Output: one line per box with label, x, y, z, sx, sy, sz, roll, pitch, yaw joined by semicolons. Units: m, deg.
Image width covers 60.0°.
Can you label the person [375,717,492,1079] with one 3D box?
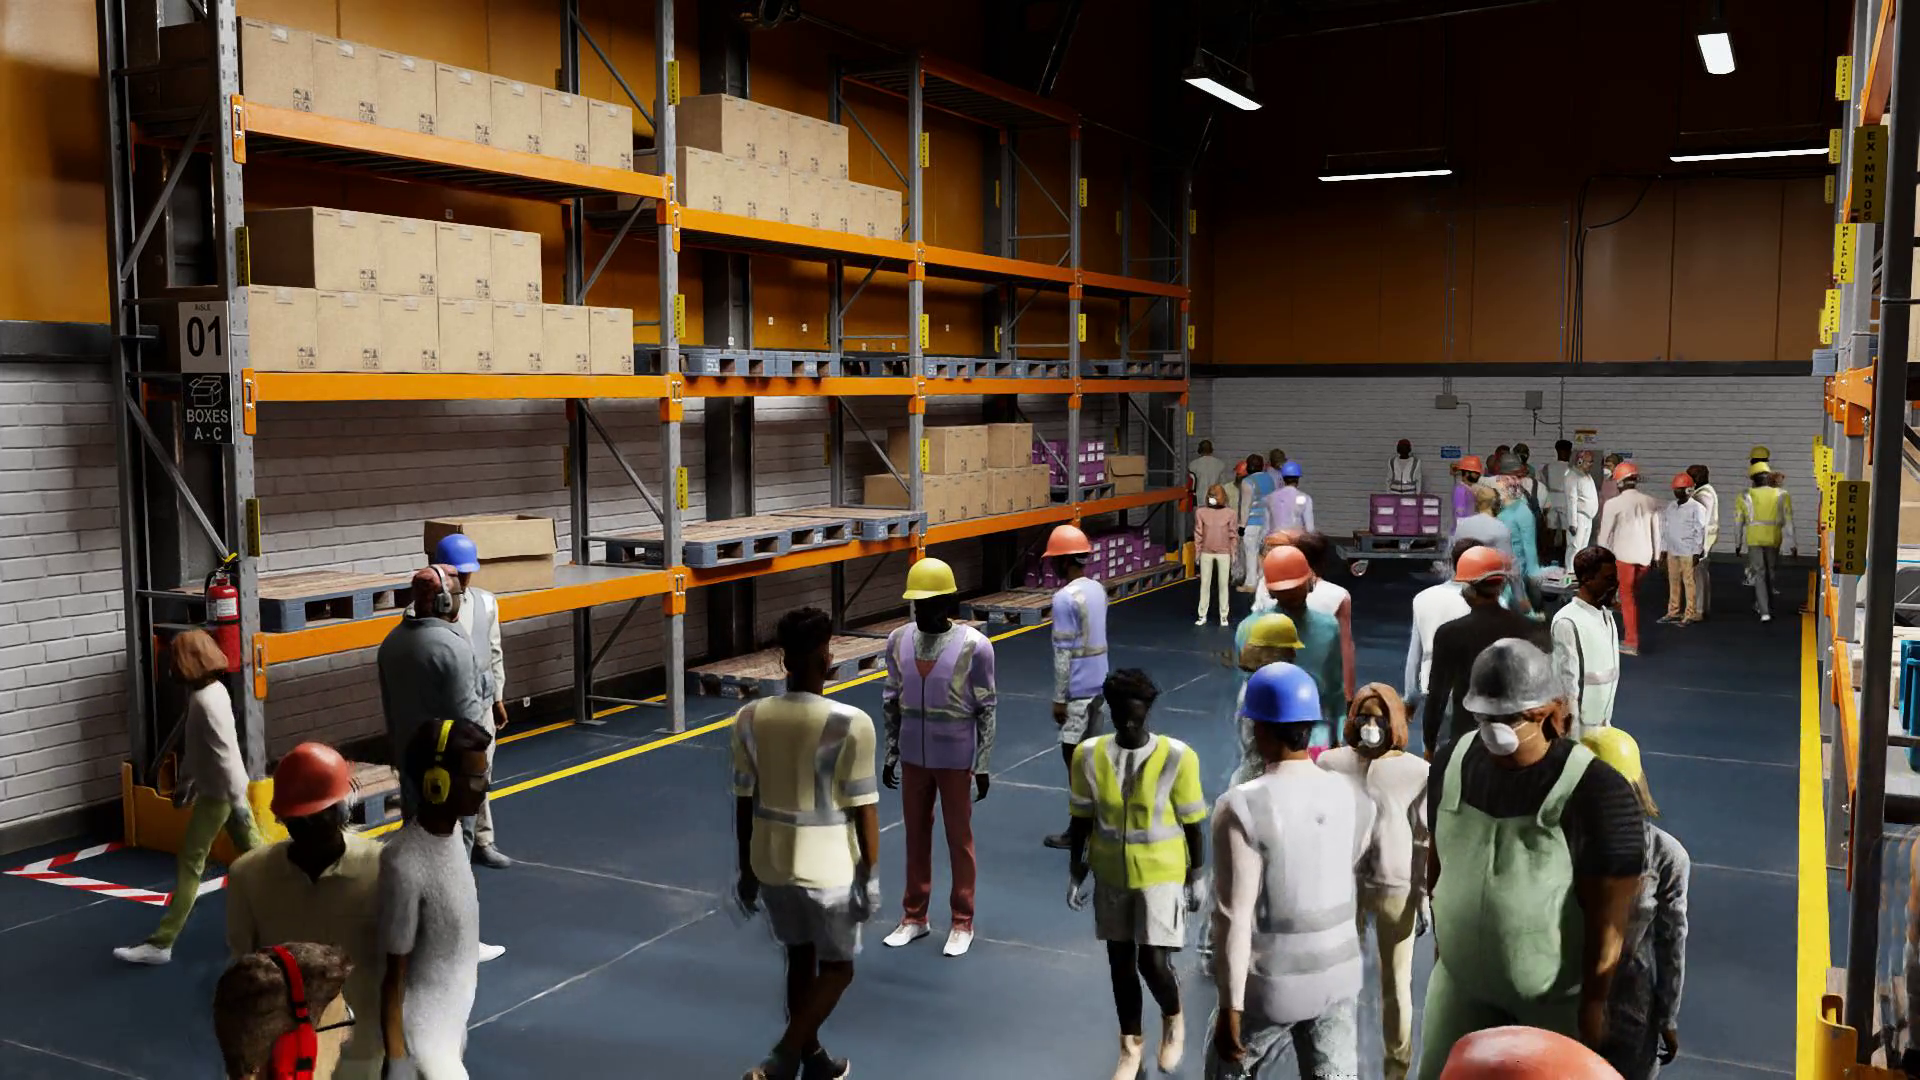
person;-1.559;1.404;4.721;0.843;1.834;0.532;0;5;-3

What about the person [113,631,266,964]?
person;-3.592;1.218;8.018;0.871;1.577;0.525;-2;6;-21

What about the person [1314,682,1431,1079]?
person;1.561;1.348;6.329;0.497;1.636;0.286;3;6;25

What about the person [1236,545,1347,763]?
person;1.680;0.999;8.338;0.645;1.965;0.555;-2;6;-19

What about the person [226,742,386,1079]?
person;-1.848;1.435;4.868;0.563;1.737;0.424;-1;5;-7

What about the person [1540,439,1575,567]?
person;8.814;-0.494;24.409;0.372;1.962;0.605;-5;7;-43

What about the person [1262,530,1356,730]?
person;2.049;0.887;10.023;0.601;1.886;0.891;5;7;43

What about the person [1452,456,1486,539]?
person;6.019;-0.034;19.681;0.376;1.929;0.546;3;6;26

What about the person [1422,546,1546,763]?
person;2.674;1.001;8.485;0.627;1.939;1.056;-1;5;-15

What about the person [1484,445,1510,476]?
person;8.380;-0.562;25.841;0.560;1.837;0.387;-1;5;-14

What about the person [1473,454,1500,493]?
person;7.019;-0.216;22.039;0.373;1.843;0.571;-3;6;-27

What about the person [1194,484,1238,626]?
person;2.922;0.172;18.995;0.501;1.631;0.287;2;6;16

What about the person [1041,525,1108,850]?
person;0.686;0.873;9.980;0.424;1.920;0.549;3;6;28

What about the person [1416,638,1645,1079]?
person;1.706;1.265;5.063;0.699;2.000;0.584;5;7;42

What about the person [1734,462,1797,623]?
person;9.392;0.019;19.437;0.632;1.860;0.998;1;5;15

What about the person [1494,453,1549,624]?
person;6.265;-0.003;18.705;0.723;2.000;0.542;-2;6;-25

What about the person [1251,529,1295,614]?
person;2.098;0.839;10.649;0.499;1.848;0.598;-2;6;-23

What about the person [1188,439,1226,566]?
person;3.738;-0.564;25.300;0.631;1.935;0.362;-2;6;-18

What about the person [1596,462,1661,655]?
person;6.840;0.183;17.080;0.639;1.965;0.598;-2;6;-19

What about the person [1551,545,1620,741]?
person;3.285;0.981;8.768;0.392;1.920;0.587;4;7;37

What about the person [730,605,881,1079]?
person;-0.609;1.217;6.199;0.609;1.935;0.765;3;6;27

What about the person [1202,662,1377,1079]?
person;0.962;1.323;5.172;0.653;1.898;0.976;-3;6;-25

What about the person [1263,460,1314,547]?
person;3.647;0.070;18.609;0.617;1.918;0.774;4;7;38

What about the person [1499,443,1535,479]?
person;7.967;-0.422;23.774;0.629;1.937;0.376;-3;6;-27

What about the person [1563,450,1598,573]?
person;8.221;-0.241;22.006;0.410;1.905;0.641;4;7;38

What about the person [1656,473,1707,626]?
person;8.250;0.109;19.031;0.330;1.750;0.573;-2;6;-19

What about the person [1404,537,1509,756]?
person;2.842;0.921;9.722;0.602;1.877;0.772;4;7;39

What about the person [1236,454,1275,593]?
person;3.906;-0.221;22.118;0.429;1.844;0.626;5;7;45

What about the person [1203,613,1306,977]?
person;1.477;1.191;7.567;0.788;1.712;0.504;1;5;9

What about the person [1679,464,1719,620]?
person;8.672;0.024;19.543;0.430;1.836;0.637;3;6;28

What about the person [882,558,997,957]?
person;-0.122;1.043;8.057;0.593;1.924;0.381;3;6;27

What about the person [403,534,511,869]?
person;-2.816;0.924;9.332;0.420;1.932;0.623;4;7;37

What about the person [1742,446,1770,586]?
person;10.928;-0.323;22.752;0.364;1.928;0.586;3;6;25

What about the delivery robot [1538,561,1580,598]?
delivery robot;7.397;0.501;20.691;0.477;0.478;0.707;-3;6;-30

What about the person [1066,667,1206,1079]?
person;0.674;1.313;6.471;0.548;1.671;0.381;3;6;26

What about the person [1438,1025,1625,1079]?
person;0.754;1.594;1.868;0.397;1.992;0.721;-1;5;-11

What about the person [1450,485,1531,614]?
person;4.590;0.482;14.299;0.988;1.883;0.662;-1;5;-14

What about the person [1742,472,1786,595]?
person;10.632;-0.100;21.974;0.535;1.620;0.543;-4;7;-38

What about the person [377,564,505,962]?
person;-2.470;1.065;7.936;0.642;1.908;0.407;4;7;36

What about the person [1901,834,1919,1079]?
person;2.725;1.403;4.425;0.600;1.886;0.611;-1;5;-15

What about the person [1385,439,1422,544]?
person;7.183;-0.693;26.973;0.579;1.883;0.352;3;6;27

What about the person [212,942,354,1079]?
person;-1.190;1.592;2.911;1.018;1.784;0.557;-5;7;-43

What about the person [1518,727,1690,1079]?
person;1.932;1.418;5.051;0.485;1.736;0.309;3;6;29
